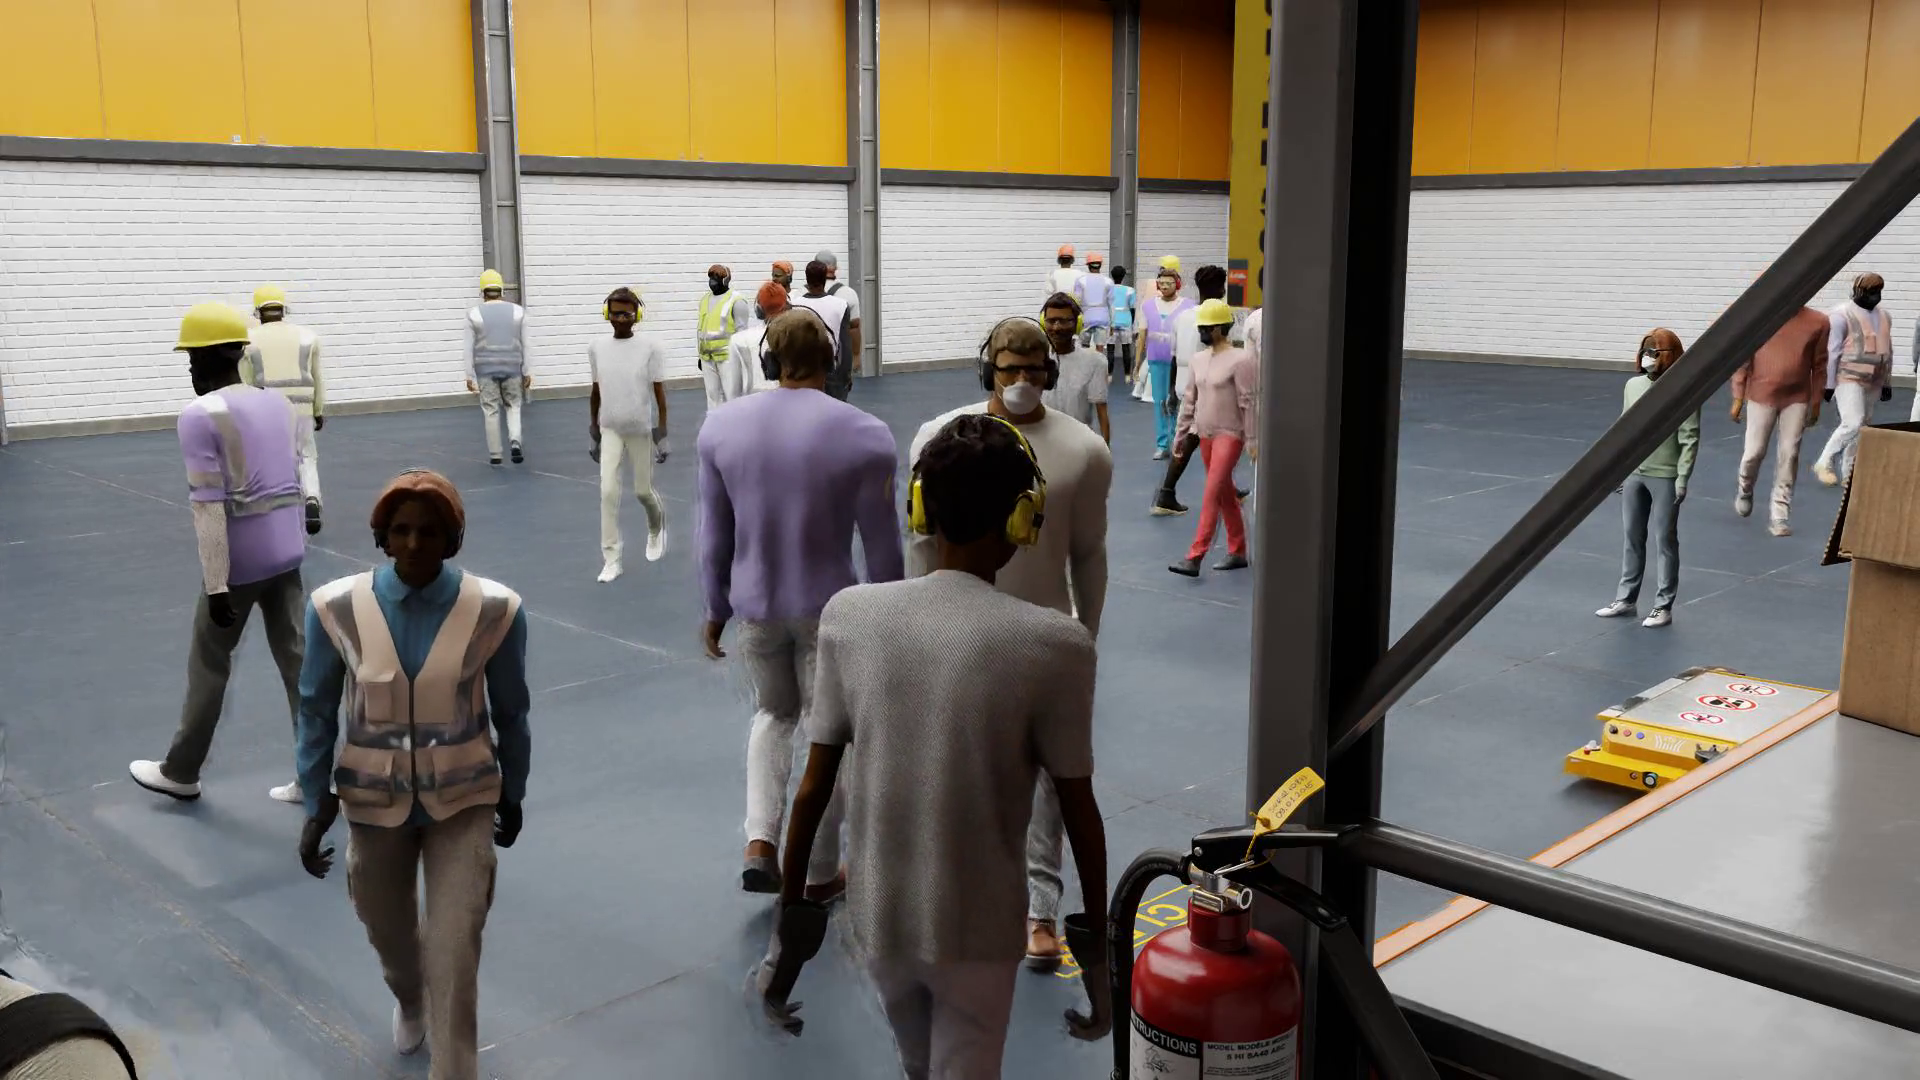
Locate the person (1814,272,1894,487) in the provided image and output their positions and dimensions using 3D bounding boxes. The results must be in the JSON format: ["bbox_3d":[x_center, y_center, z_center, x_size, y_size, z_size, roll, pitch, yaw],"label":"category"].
[{"bbox_3d":[7.531,-1.320,13.938,0.627,1.830,0.438,-4,11,-21],"label":"person"}]

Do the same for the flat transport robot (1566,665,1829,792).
[{"bbox_3d":[3.095,0.771,6.770,0.652,0.197,1.431,10,14,43],"label":"flat transport robot"}]

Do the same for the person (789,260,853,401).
[{"bbox_3d":[-1.224,-1.454,14.399,0.593,1.922,0.392,0,10,2],"label":"person"}]

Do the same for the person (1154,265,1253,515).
[{"bbox_3d":[1.884,-1.154,12.802,1.020,1.911,0.633,-5,12,-27],"label":"person"}]

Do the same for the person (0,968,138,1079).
[{"bbox_3d":[-0.886,0.992,1.358,0.494,1.803,0.832,6,12,30],"label":"person"}]

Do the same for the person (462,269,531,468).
[{"bbox_3d":[-4.241,-1.559,15.231,0.615,1.822,0.414,-5,12,-26],"label":"person"}]

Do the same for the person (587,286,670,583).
[{"bbox_3d":[-2.093,-0.694,10.534,0.536,1.826,0.868,1,10,4],"label":"person"}]

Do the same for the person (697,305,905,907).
[{"bbox_3d":[-0.487,0.231,5.215,0.663,1.917,0.448,2,11,12],"label":"person"}]

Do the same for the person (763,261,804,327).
[{"bbox_3d":[-1.722,-1.811,16.451,0.574,1.882,0.358,7,13,34],"label":"person"}]

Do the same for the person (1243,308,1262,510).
[{"bbox_3d":[2.384,-1.029,12.107,0.646,1.913,0.409,4,11,21],"label":"person"}]

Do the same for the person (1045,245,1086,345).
[{"bbox_3d":[1.537,-3.254,24.038,0.621,1.996,1.056,2,10,8],"label":"person"}]

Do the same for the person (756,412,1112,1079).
[{"bbox_3d":[-0.019,0.695,2.939,0.581,1.827,0.872,5,11,23],"label":"person"}]

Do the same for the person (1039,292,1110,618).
[{"bbox_3d":[0.544,-0.399,8.923,0.546,1.819,0.965,2,11,13],"label":"person"}]

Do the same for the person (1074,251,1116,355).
[{"bbox_3d":[1.857,-3.013,22.914,0.578,1.913,0.495,0,10,-1],"label":"person"}]

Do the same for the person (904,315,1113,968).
[{"bbox_3d":[0.147,0.253,5.161,0.630,1.907,0.924,0,10,-1],"label":"person"}]

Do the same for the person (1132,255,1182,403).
[{"bbox_3d":[2.542,-2.683,21.210,0.511,1.877,0.639,-8,13,-38],"label":"person"}]

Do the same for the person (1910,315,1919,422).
[{"bbox_3d":[9.876,-1.753,16.816,0.266,1.631,0.507,-5,12,-26],"label":"person"}]

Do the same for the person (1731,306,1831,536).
[{"bbox_3d":[5.880,-1.036,11.967,0.634,1.979,0.617,2,11,13],"label":"person"}]

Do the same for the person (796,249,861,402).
[{"bbox_3d":[-1.330,-1.895,16.476,0.688,2.000,0.873,1,10,5],"label":"person"}]

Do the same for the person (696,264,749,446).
[{"bbox_3d":[-2.412,-1.840,16.718,0.626,1.846,0.429,7,13,34],"label":"person"}]

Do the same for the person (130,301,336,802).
[{"bbox_3d":[-2.745,0.069,6.203,0.902,1.889,0.597,3,11,18],"label":"person"}]

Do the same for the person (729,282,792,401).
[{"bbox_3d":[-1.174,-0.703,10.535,0.576,1.831,0.951,0,10,-1],"label":"person"}]

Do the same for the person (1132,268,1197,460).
[{"bbox_3d":[1.948,-1.651,15.739,0.589,1.828,0.473,6,12,30],"label":"person"}]

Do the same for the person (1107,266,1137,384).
[{"bbox_3d":[2.272,-3.099,23.980,0.537,1.696,0.321,0,10,0],"label":"person"}]

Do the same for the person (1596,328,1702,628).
[{"bbox_3d":[3.790,-0.342,9.118,0.278,1.634,0.497,-6,12,-28],"label":"person"}]

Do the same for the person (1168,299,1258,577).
[{"bbox_3d":[1.534,-0.629,10.396,0.846,1.725,0.553,-7,12,-32],"label":"person"}]

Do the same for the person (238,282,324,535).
[{"bbox_3d":[-4.804,-0.922,11.813,0.589,1.809,0.789,-6,12,-29],"label":"person"}]

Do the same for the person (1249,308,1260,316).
[{"bbox_3d":[4.345,-3.136,23.769,0.540,1.860,0.738,4,11,23],"label":"person"}]

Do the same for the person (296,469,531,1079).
[{"bbox_3d":[-1.287,0.611,4.000,0.521,1.607,0.778,-2,11,-12],"label":"person"}]
